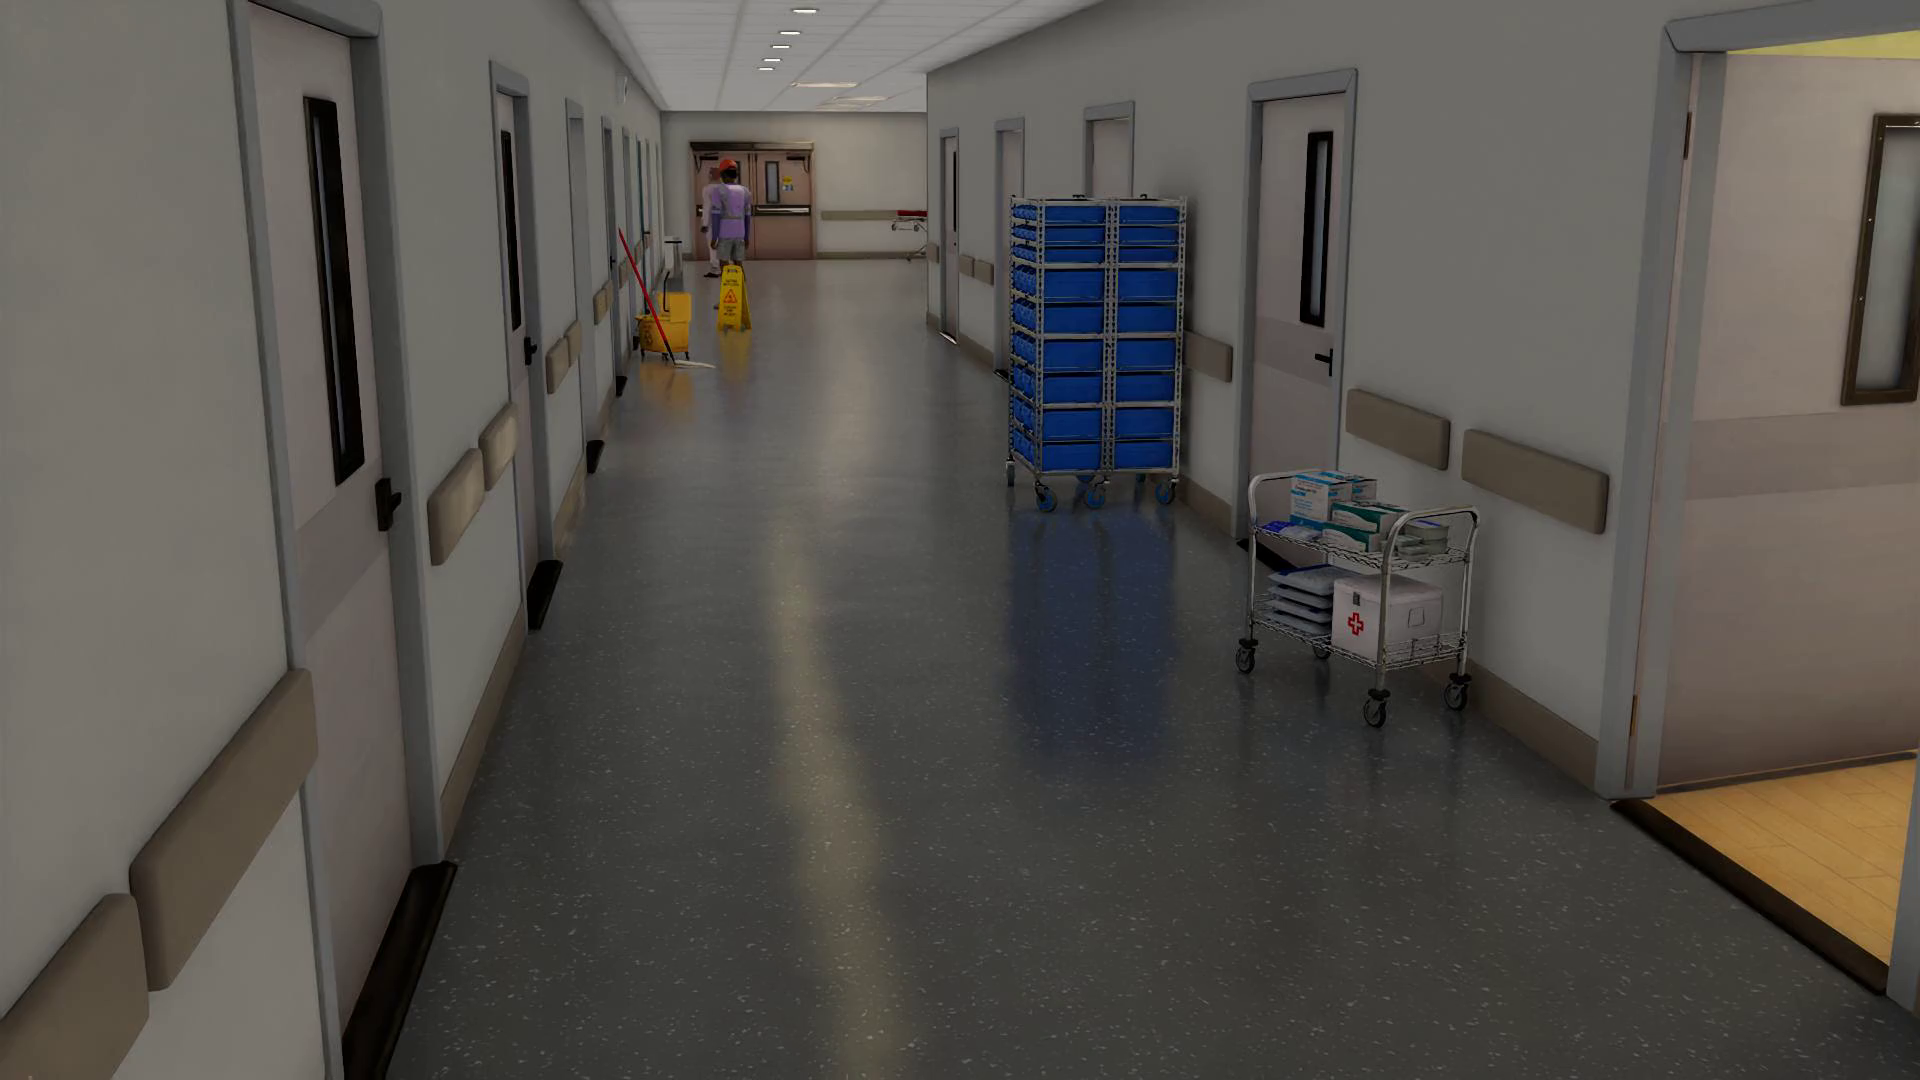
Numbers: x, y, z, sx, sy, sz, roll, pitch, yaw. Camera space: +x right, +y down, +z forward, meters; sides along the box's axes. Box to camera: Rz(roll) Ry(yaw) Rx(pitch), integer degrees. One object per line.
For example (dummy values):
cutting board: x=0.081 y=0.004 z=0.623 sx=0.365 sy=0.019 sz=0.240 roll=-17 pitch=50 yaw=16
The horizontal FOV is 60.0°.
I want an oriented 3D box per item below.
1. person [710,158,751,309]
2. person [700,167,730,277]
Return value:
person: x=-3.128 y=-4.150 z=22.622 sx=0.618 sy=2.028 sz=0.409 roll=-11 pitch=17 yaw=-41
person: x=-4.296 y=-5.563 z=29.168 sx=0.400 sy=1.905 sz=0.669 roll=10 pitch=16 yaw=37
